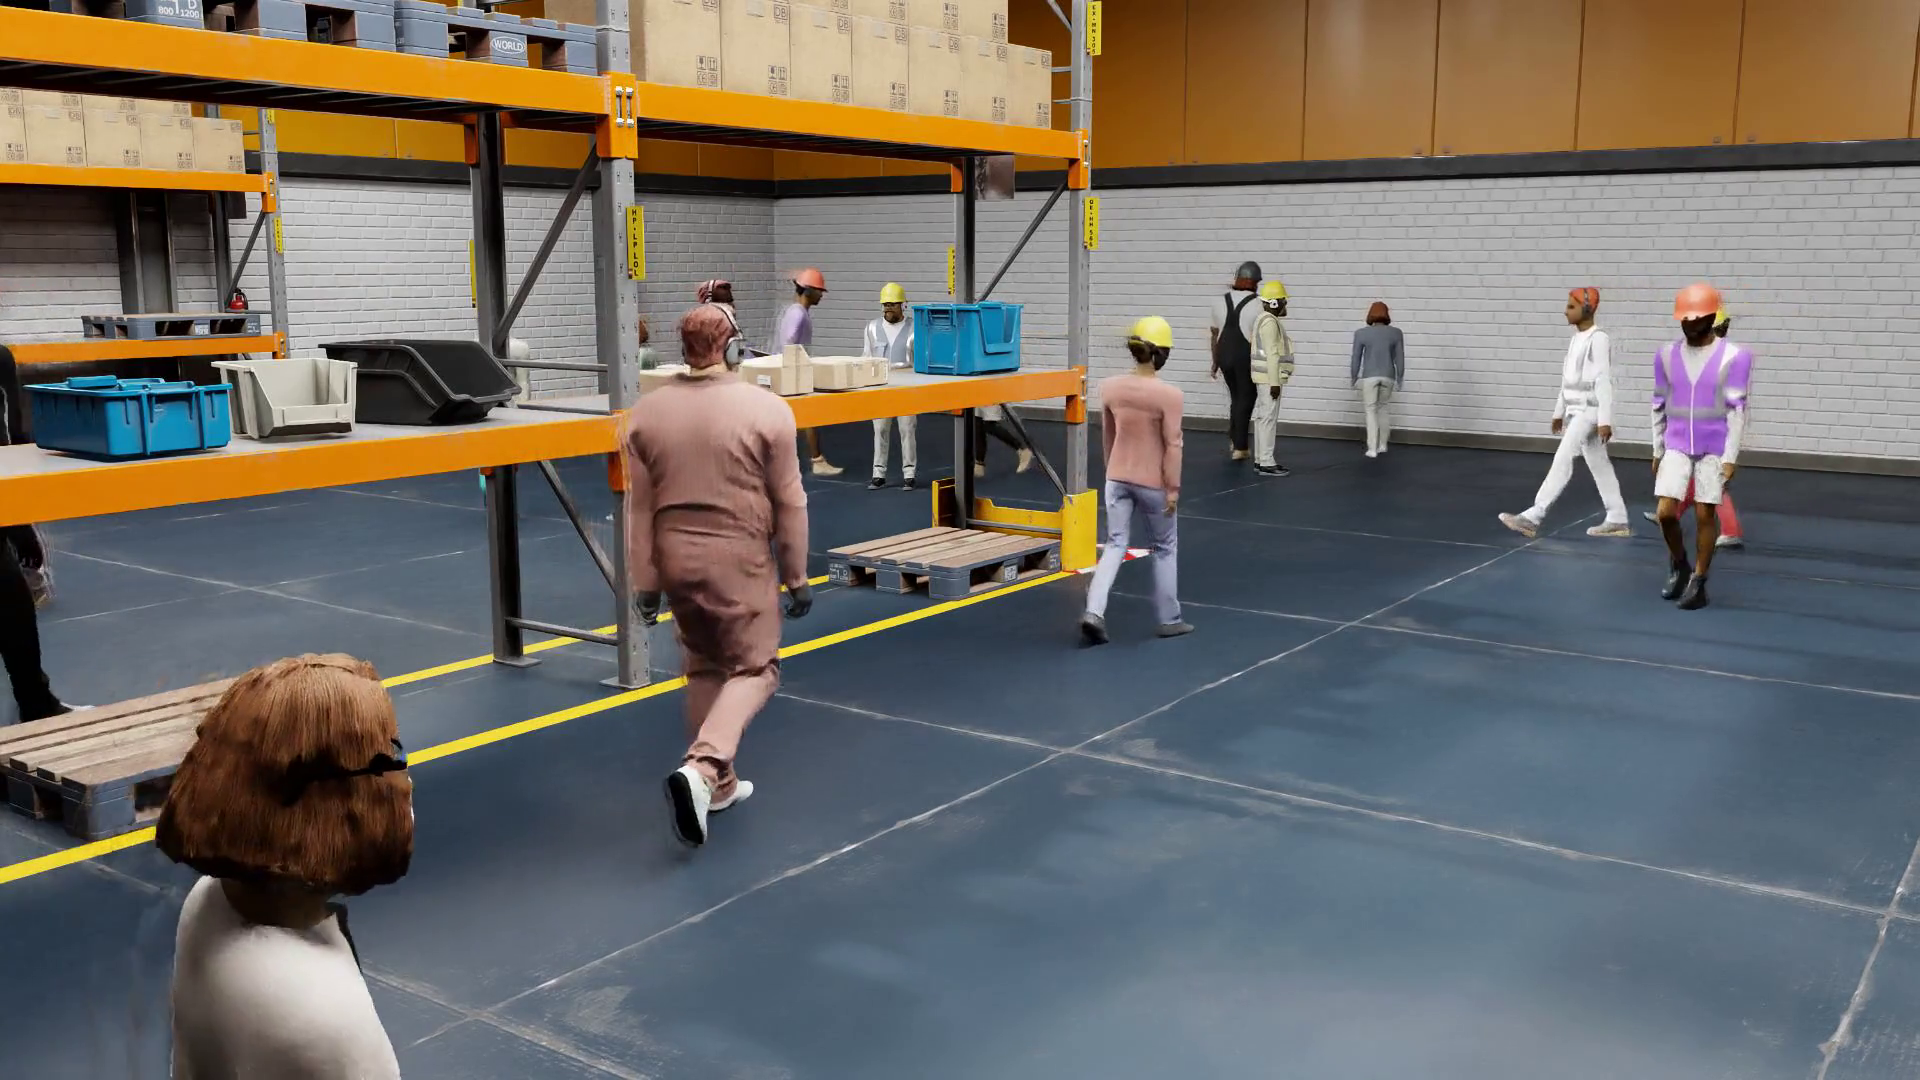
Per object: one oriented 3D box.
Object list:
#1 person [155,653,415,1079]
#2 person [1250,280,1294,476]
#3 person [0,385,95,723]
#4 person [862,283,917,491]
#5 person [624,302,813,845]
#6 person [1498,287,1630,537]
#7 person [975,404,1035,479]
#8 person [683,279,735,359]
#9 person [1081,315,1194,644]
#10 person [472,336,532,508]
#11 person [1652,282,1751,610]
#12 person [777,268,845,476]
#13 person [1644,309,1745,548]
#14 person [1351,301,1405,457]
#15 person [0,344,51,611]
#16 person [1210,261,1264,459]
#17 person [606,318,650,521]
[{"bbox_3d":[-0.665,0.913,1.931,0.841,1.593,0.527,-6,11,-31],"label":"person"},{"bbox_3d":[2.956,-1.529,15.753,0.404,1.837,0.590,0,10,2],"label":"person"},{"bbox_3d":[-4.157,-0.061,6.892,0.590,1.887,0.917,8,12,39],"label":"person"},{"bbox_3d":[-0.579,-1.341,14.647,0.600,1.829,0.404,2,10,10],"label":"person"},{"bbox_3d":[-0.873,0.114,5.836,0.645,1.883,0.720,4,10,22],"label":"person"},{"bbox_3d":[4.484,-0.920,12.144,0.990,1.826,0.606,1,10,7],"label":"person"},{"bbox_3d":[0.333,-1.384,15.372,0.636,1.669,0.549,-2,10,-11],"label":"person"},{"bbox_3d":[-1.583,-0.743,10.879,0.404,1.906,0.645,0,10,-2],"label":"person"},{"bbox_3d":[0.948,-0.310,8.777,0.528,1.741,0.739,7,12,36],"label":"person"},{"bbox_3d":[-3.632,-1.033,13.080,0.522,1.751,0.580,-2,10,-11],"label":"person"},{"bbox_3d":[4.238,-0.527,9.596,0.548,1.906,0.479,8,13,41],"label":"person"},{"bbox_3d":[-1.664,-1.557,15.585,1.060,1.975,0.624,-2,10,-10],"label":"person"},{"bbox_3d":[5.310,-0.818,11.934,0.521,1.697,0.965,-5,11,-26],"label":"person"},{"bbox_3d":[4.327,-1.664,17.229,0.511,1.608,0.417,0,10,2],"label":"person"},{"bbox_3d":[-5.467,-0.486,9.225,0.626,1.950,1.004,0,10,2],"label":"person"},{"bbox_3d":[2.989,-1.859,17.113,0.714,2.000,0.700,9,13,43],"label":"person"},{"bbox_3d":[-2.541,-0.920,12.782,0.574,1.613,0.516,-4,10,-24],"label":"person"}]
